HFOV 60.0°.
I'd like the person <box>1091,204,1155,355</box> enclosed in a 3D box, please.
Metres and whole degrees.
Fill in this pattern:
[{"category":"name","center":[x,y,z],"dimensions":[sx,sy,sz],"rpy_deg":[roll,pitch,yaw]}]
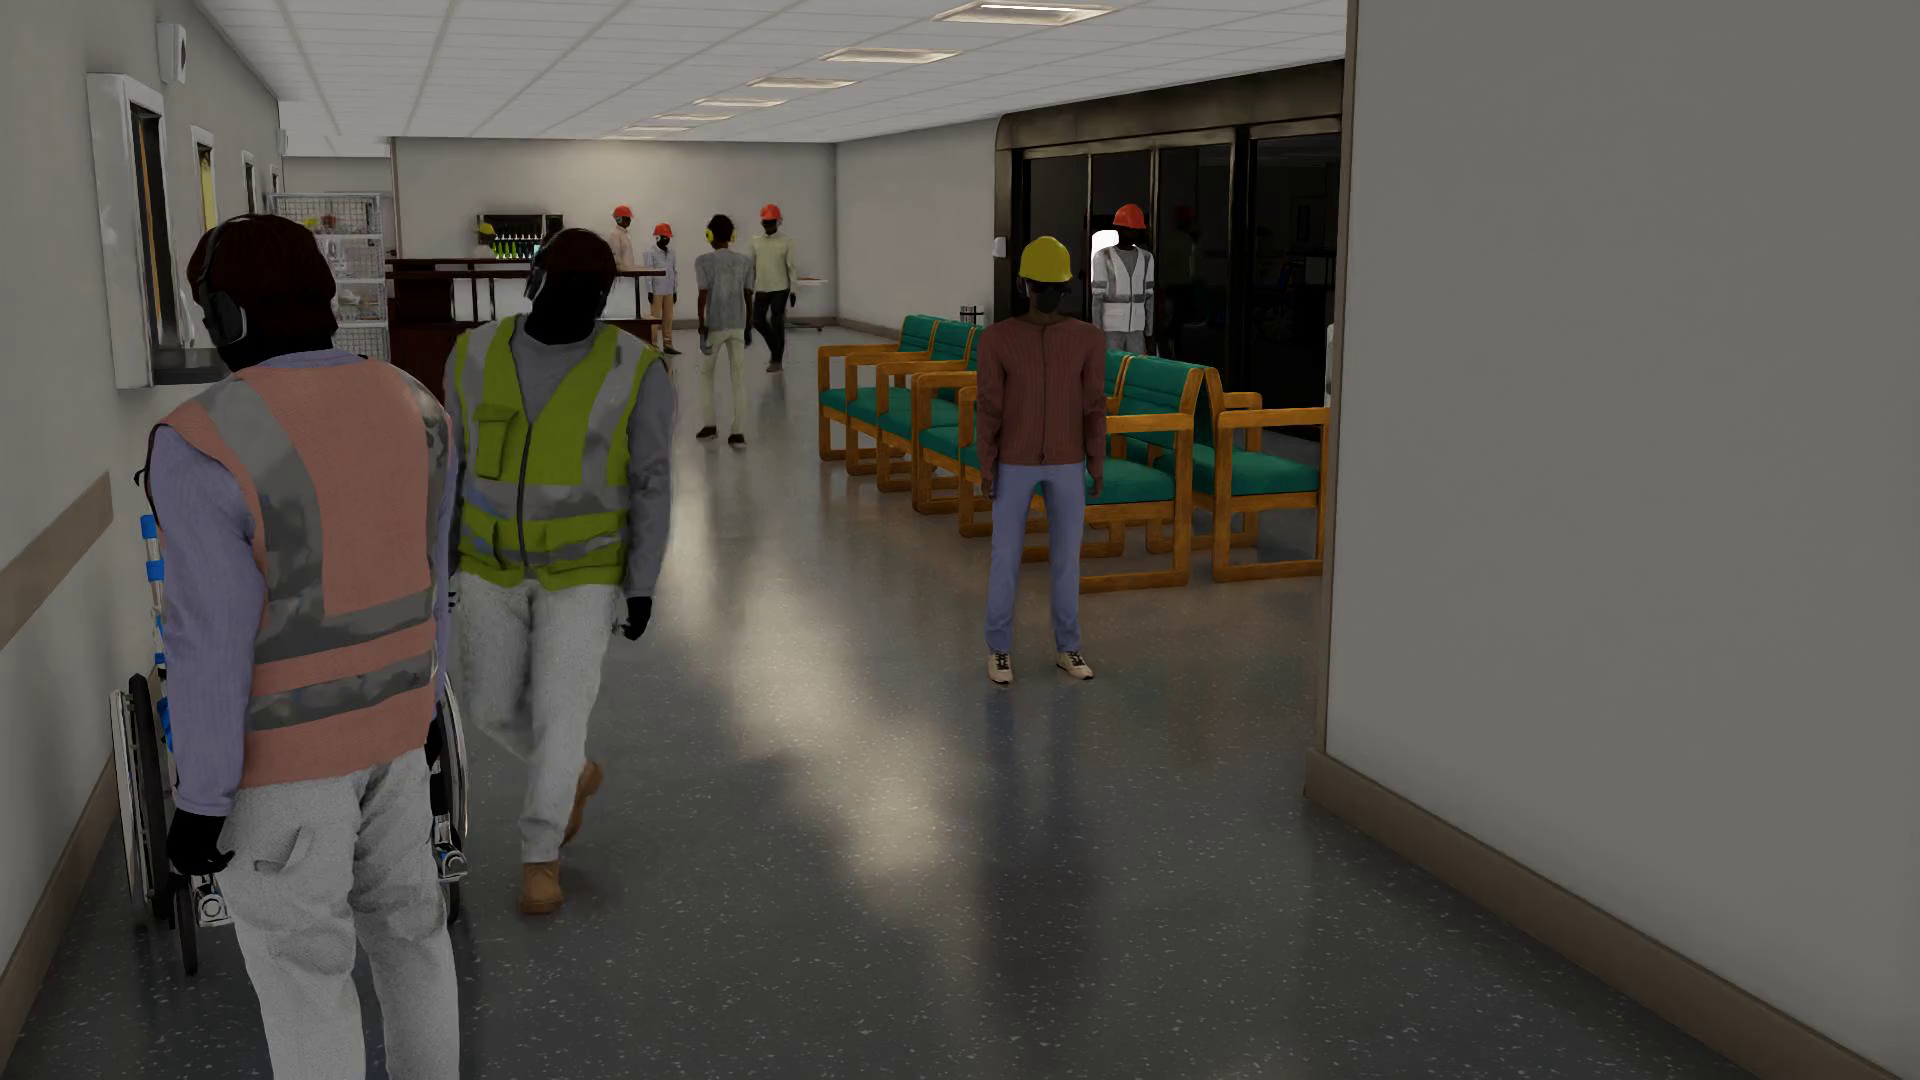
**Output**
[{"category":"person","center":[1.319,-1.711,13.331],"dimensions":[0.550,1.930,0.389],"rpy_deg":[-4,12,-20]}]

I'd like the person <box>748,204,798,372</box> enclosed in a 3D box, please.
[{"category":"person","center":[-2.214,-2.991,19.753],"dimensions":[0.634,1.977,0.544],"rpy_deg":[4,12,19]}]

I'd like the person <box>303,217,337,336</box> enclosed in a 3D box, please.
[{"category":"person","center":[-9.840,-3.996,25.322],"dimensions":[0.553,1.809,0.608],"rpy_deg":[-7,13,-32]}]

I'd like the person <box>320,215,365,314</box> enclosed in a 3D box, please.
[{"category":"person","center":[-11.105,-4.881,29.782],"dimensions":[0.794,1.857,0.586],"rpy_deg":[-9,14,-40]}]

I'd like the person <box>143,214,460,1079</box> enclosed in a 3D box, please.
[{"category":"person","center":[-1.146,0.359,2.932],"dimensions":[0.429,1.834,0.634],"rpy_deg":[4,12,22]}]

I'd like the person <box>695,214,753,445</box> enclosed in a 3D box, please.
[{"category":"person","center":[-1.913,-1.703,13.491],"dimensions":[0.526,1.843,0.691],"rpy_deg":[-5,12,-24]}]

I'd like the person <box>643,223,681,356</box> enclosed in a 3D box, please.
[{"category":"person","center":[-3.920,-3.305,21.964],"dimensions":[0.352,1.743,0.564],"rpy_deg":[7,13,34]}]

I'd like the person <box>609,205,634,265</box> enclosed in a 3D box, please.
[{"category":"person","center":[-4.970,-3.936,24.558],"dimensions":[0.396,1.993,0.618],"rpy_deg":[1,11,3]}]

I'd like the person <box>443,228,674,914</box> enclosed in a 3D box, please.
[{"category":"person","center":[-1.105,0.070,4.509],"dimensions":[0.671,1.805,0.581],"rpy_deg":[1,11,5]}]

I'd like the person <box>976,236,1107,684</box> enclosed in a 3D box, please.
[{"category":"person","center":[0.322,-0.299,6.516],"dimensions":[0.522,1.758,0.349],"rpy_deg":[-2,11,-10]}]
